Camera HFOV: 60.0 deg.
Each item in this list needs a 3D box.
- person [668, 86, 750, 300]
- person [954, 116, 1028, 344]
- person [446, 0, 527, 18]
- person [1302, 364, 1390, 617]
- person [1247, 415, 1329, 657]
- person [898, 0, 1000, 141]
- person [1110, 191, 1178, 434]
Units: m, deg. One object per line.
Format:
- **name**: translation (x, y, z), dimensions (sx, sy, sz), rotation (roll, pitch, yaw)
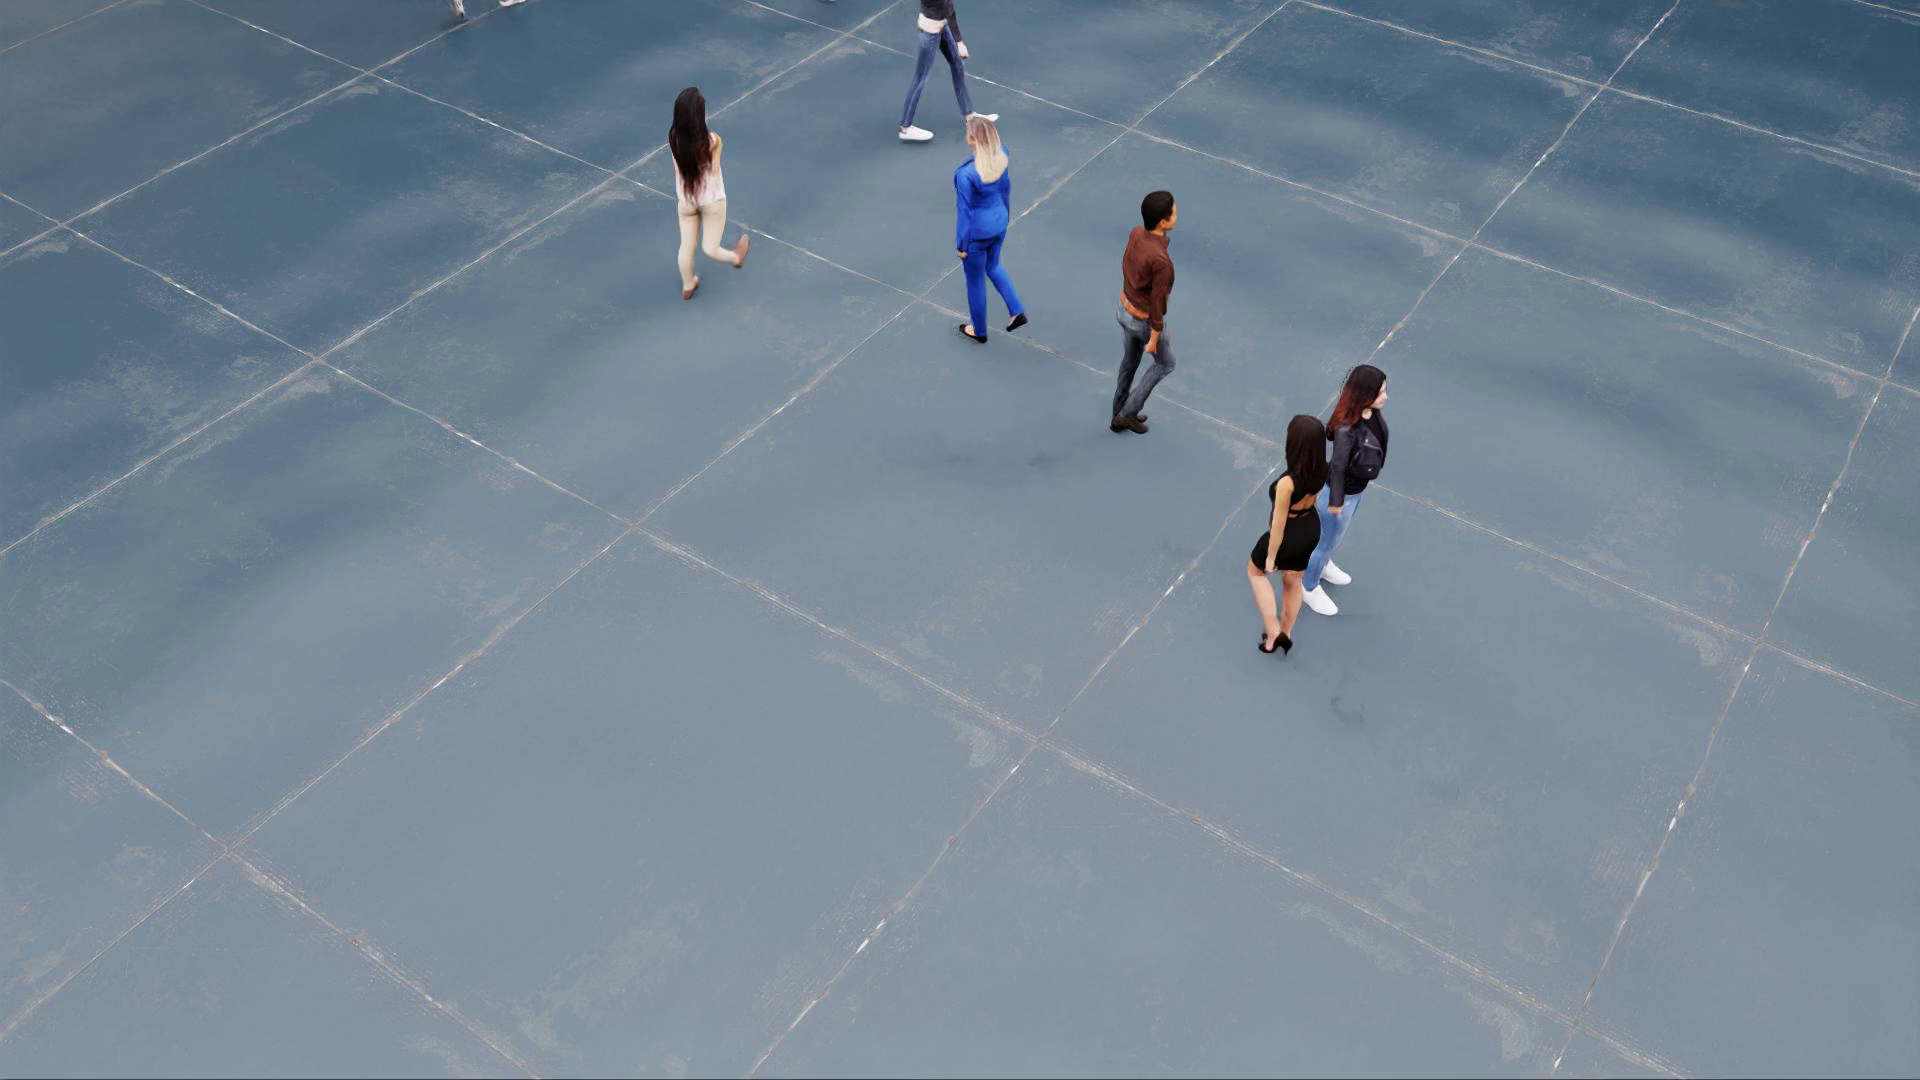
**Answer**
- **person**: translation (-1.783, -2.448, 11.626), dimensions (0.773, 1.655, 0.811), rotation (-6, 43, -7)
- **person**: translation (0.236, -2.035, 11.156), dimensions (0.777, 1.692, 0.688), rotation (28, 50, 27)
- **person**: translation (-4.385, -5.581, 14.869), dimensions (0.965, 1.809, 0.711), rotation (26, 49, 25)
- **person**: translation (2.161, -0.308, 9.350), dimensions (0.591, 1.633, 0.668), rotation (20, 47, 20)
- **person**: translation (1.840, 0.053, 8.960), dimensions (0.631, 1.638, 0.663), rotation (-26, 49, -25)
- **person**: translation (-0.304, -3.965, 13.183), dimensions (1.137, 1.748, 1.035), rotation (-2, 43, -2)
- **person**: translation (1.053, -1.368, 10.389), dimensions (0.829, 1.764, 0.735), rotation (-17, 46, -18)
